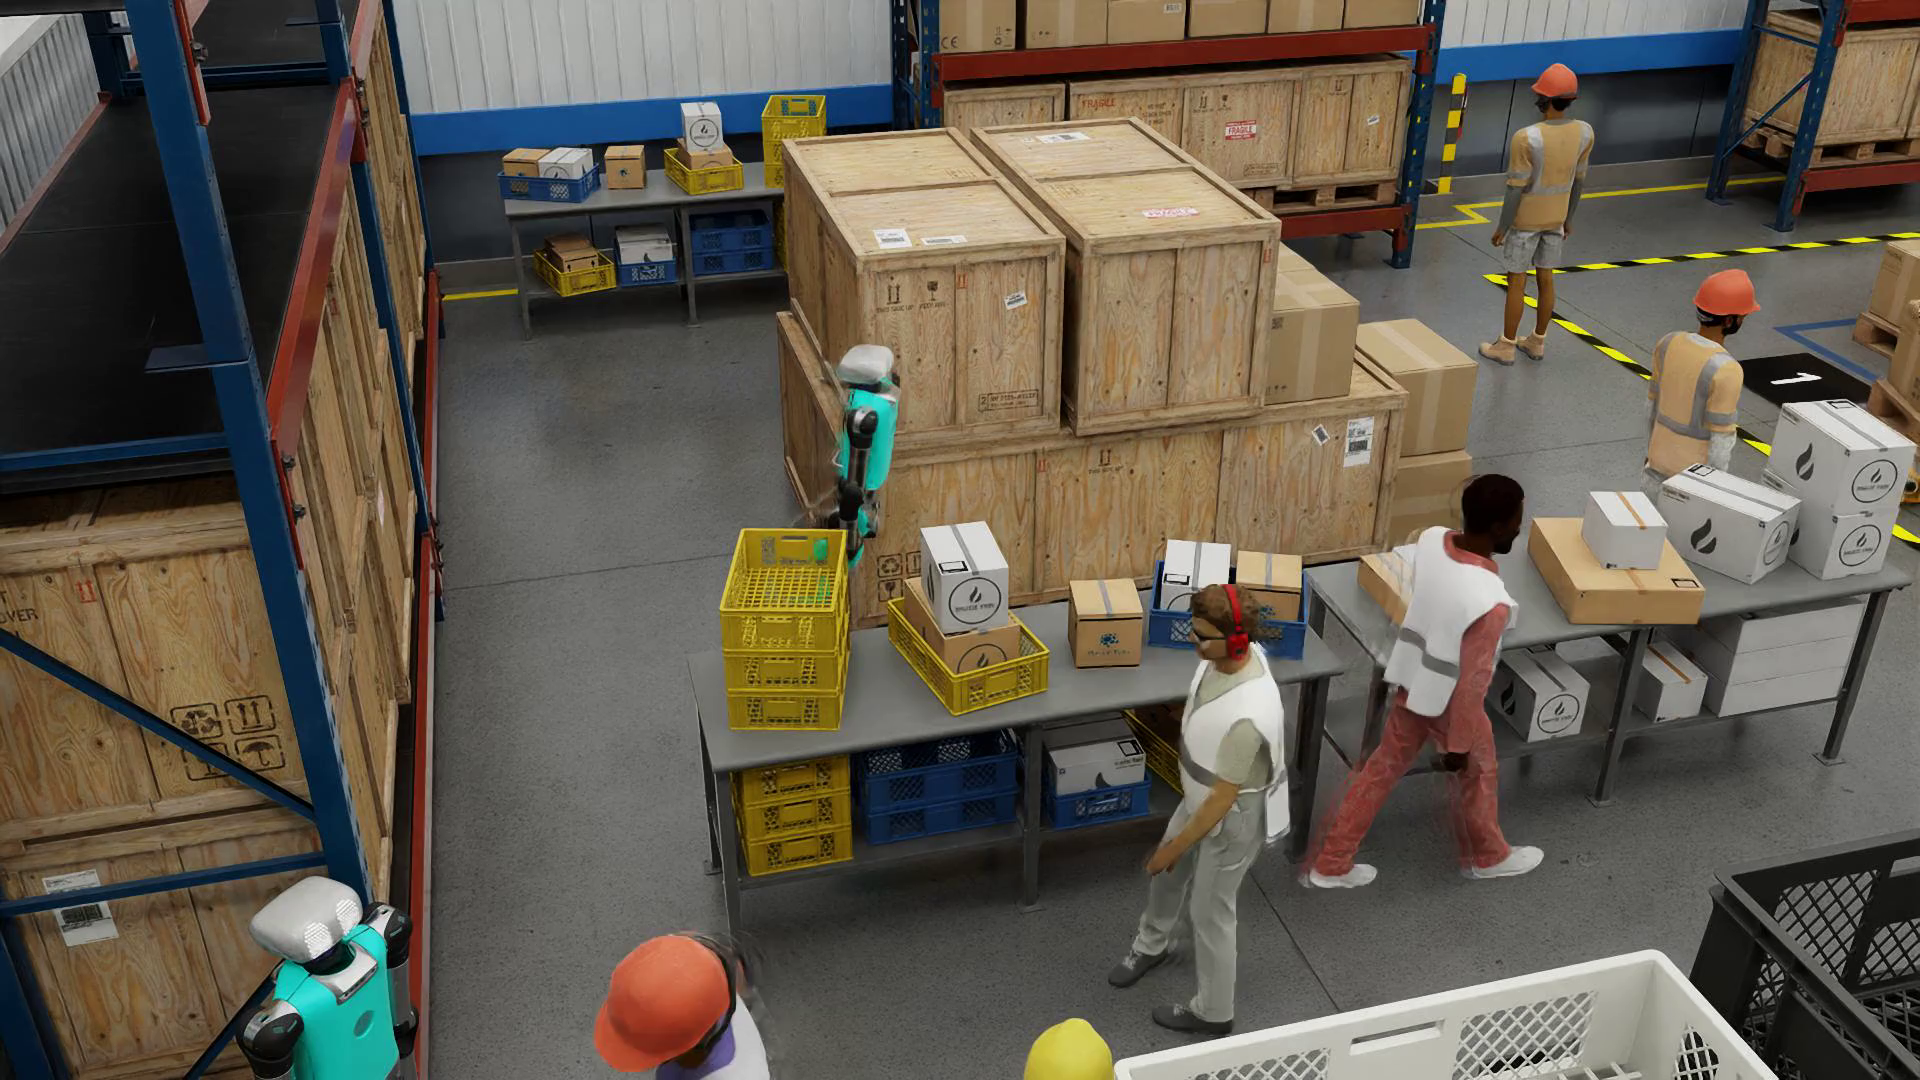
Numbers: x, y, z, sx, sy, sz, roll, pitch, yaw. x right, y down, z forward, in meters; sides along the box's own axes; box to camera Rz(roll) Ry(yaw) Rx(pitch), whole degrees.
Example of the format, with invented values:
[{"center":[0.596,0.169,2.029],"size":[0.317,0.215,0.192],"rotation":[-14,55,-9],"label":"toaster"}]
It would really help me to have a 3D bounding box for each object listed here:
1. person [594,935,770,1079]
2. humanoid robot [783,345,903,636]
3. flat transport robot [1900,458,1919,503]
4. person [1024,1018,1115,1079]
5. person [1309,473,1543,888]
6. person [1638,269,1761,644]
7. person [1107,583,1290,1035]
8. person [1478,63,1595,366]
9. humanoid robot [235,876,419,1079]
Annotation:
[{"center":[-0.704,1.742,4.167],"size":[0.866,1.998,0.626],"rotation":[-9,30,-16],"label":"person"},{"center":[-0.632,-0.029,7.754],"size":[0.761,1.879,0.542],"rotation":[6,29,10],"label":"humanoid robot"},{"center":[5.950,-0.423,9.855],"size":[1.431,0.197,0.652],"rotation":[2,29,3],"label":"flat transport robot"},{"center":[0.249,1.898,4.126],"size":[0.522,1.761,0.325],"rotation":[5,29,8],"label":"person"},{"center":[1.873,0.576,6.411],"size":[1.001,1.865,0.607],"rotation":[-8,30,-14],"label":"person"},{"center":[3.531,-0.384,8.083],"size":[0.358,1.939,0.542],"rotation":[-9,30,-15],"label":"person"},{"center":[0.857,0.950,5.781],"size":[0.517,1.822,0.567],"rotation":[-3,29,-5],"label":"person"},{"center":[3.881,-2.174,11.222],"size":[0.604,2.048,0.366],"rotation":[-9,30,-16],"label":"person"},{"center":[-1.827,1.583,4.583],"size":[0.735,1.677,0.533],"rotation":[12,31,21],"label":"humanoid robot"}]
